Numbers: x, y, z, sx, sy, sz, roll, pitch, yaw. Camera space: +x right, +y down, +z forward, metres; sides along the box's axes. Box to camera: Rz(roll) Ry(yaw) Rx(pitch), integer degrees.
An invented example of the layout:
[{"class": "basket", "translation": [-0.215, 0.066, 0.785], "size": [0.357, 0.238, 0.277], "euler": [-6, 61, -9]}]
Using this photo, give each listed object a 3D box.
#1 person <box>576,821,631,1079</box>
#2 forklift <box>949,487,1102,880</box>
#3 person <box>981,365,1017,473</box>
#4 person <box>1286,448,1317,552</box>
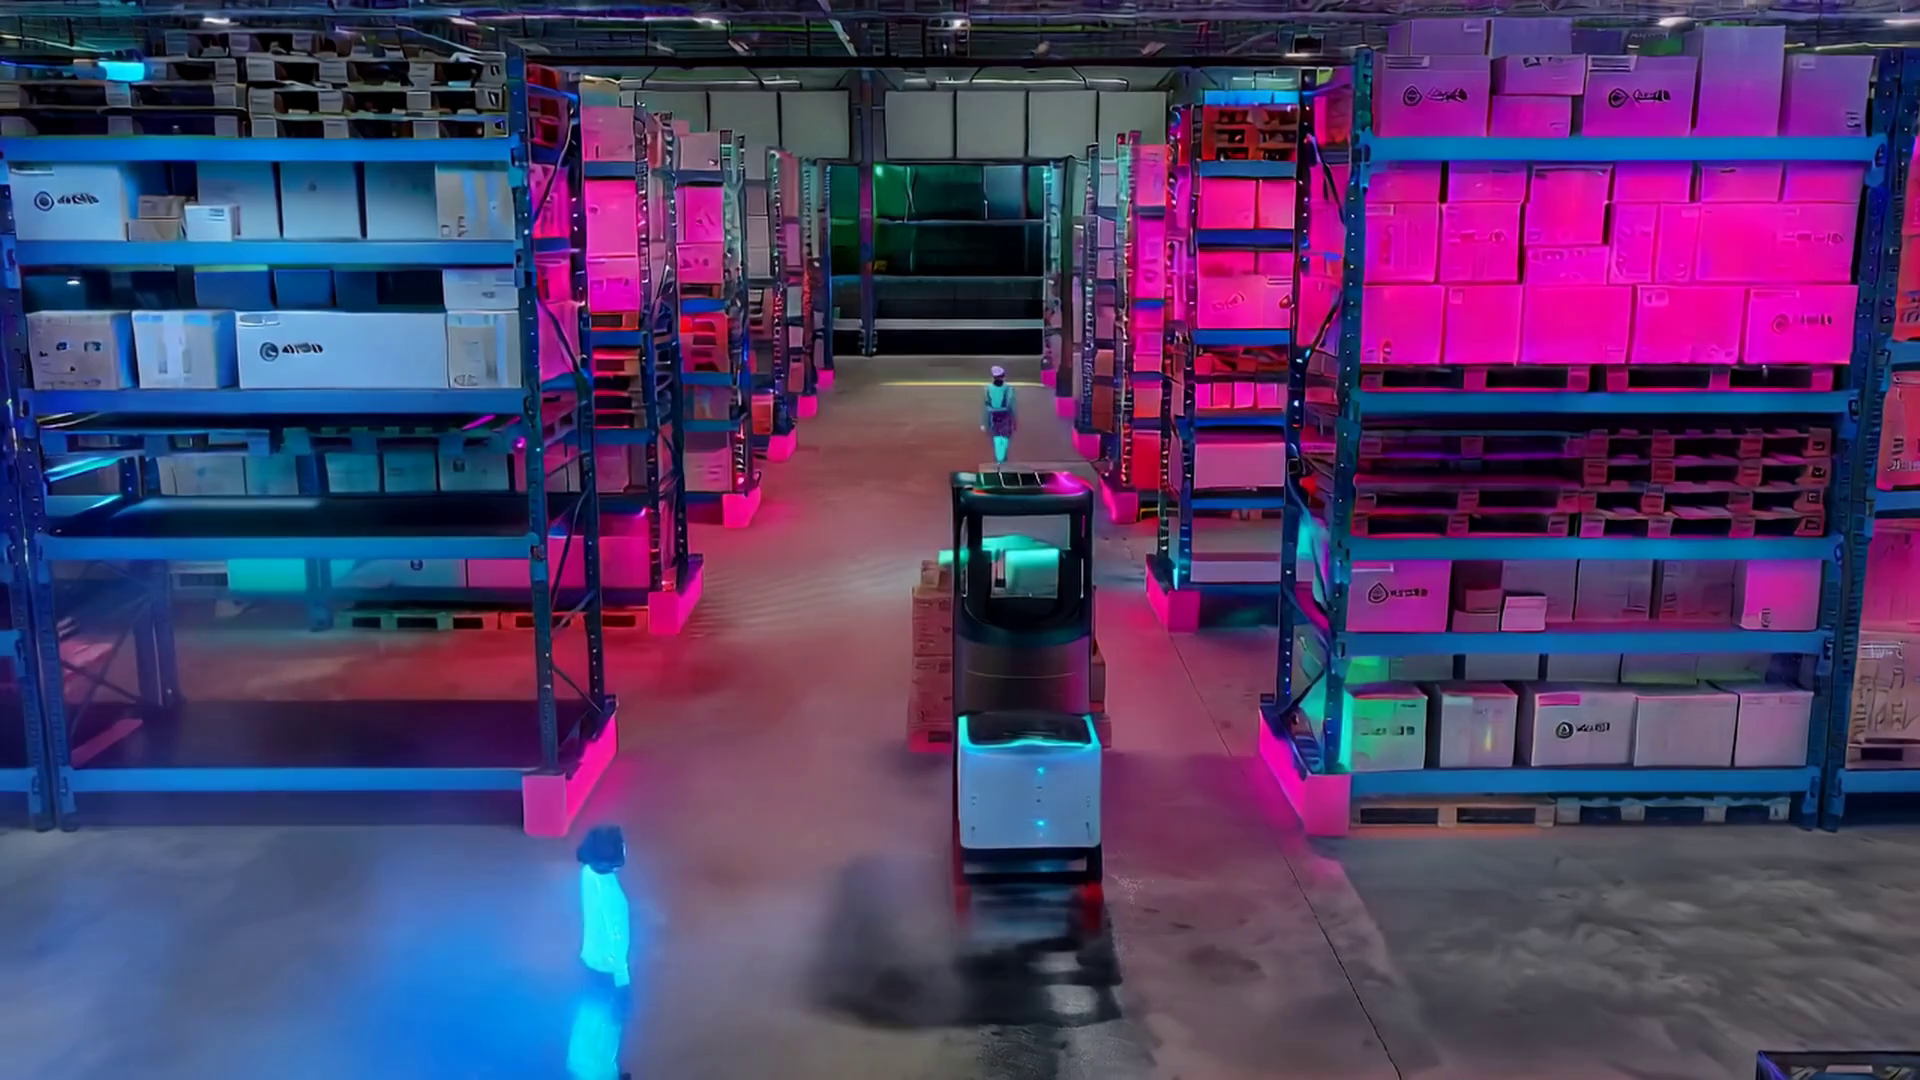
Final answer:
[{"class": "person", "translation": [-1.945, 2.339, 9.210], "size": [0.285, 1.633, 0.499], "euler": [-6, 13, -28]}, {"class": "forklift", "translation": [0.495, 0.986, 12.813], "size": [1.129, 2.768, 1.873], "euler": [0, 11, -2]}, {"class": "person", "translation": [0.710, -2.228, 30.887], "size": [0.655, 2.012, 0.921], "euler": [3, 12, 13]}, {"class": "person", "translation": [4.673, -0.429, 22.779], "size": [0.435, 1.682, 0.552], "euler": [-4, 12, -18]}]
